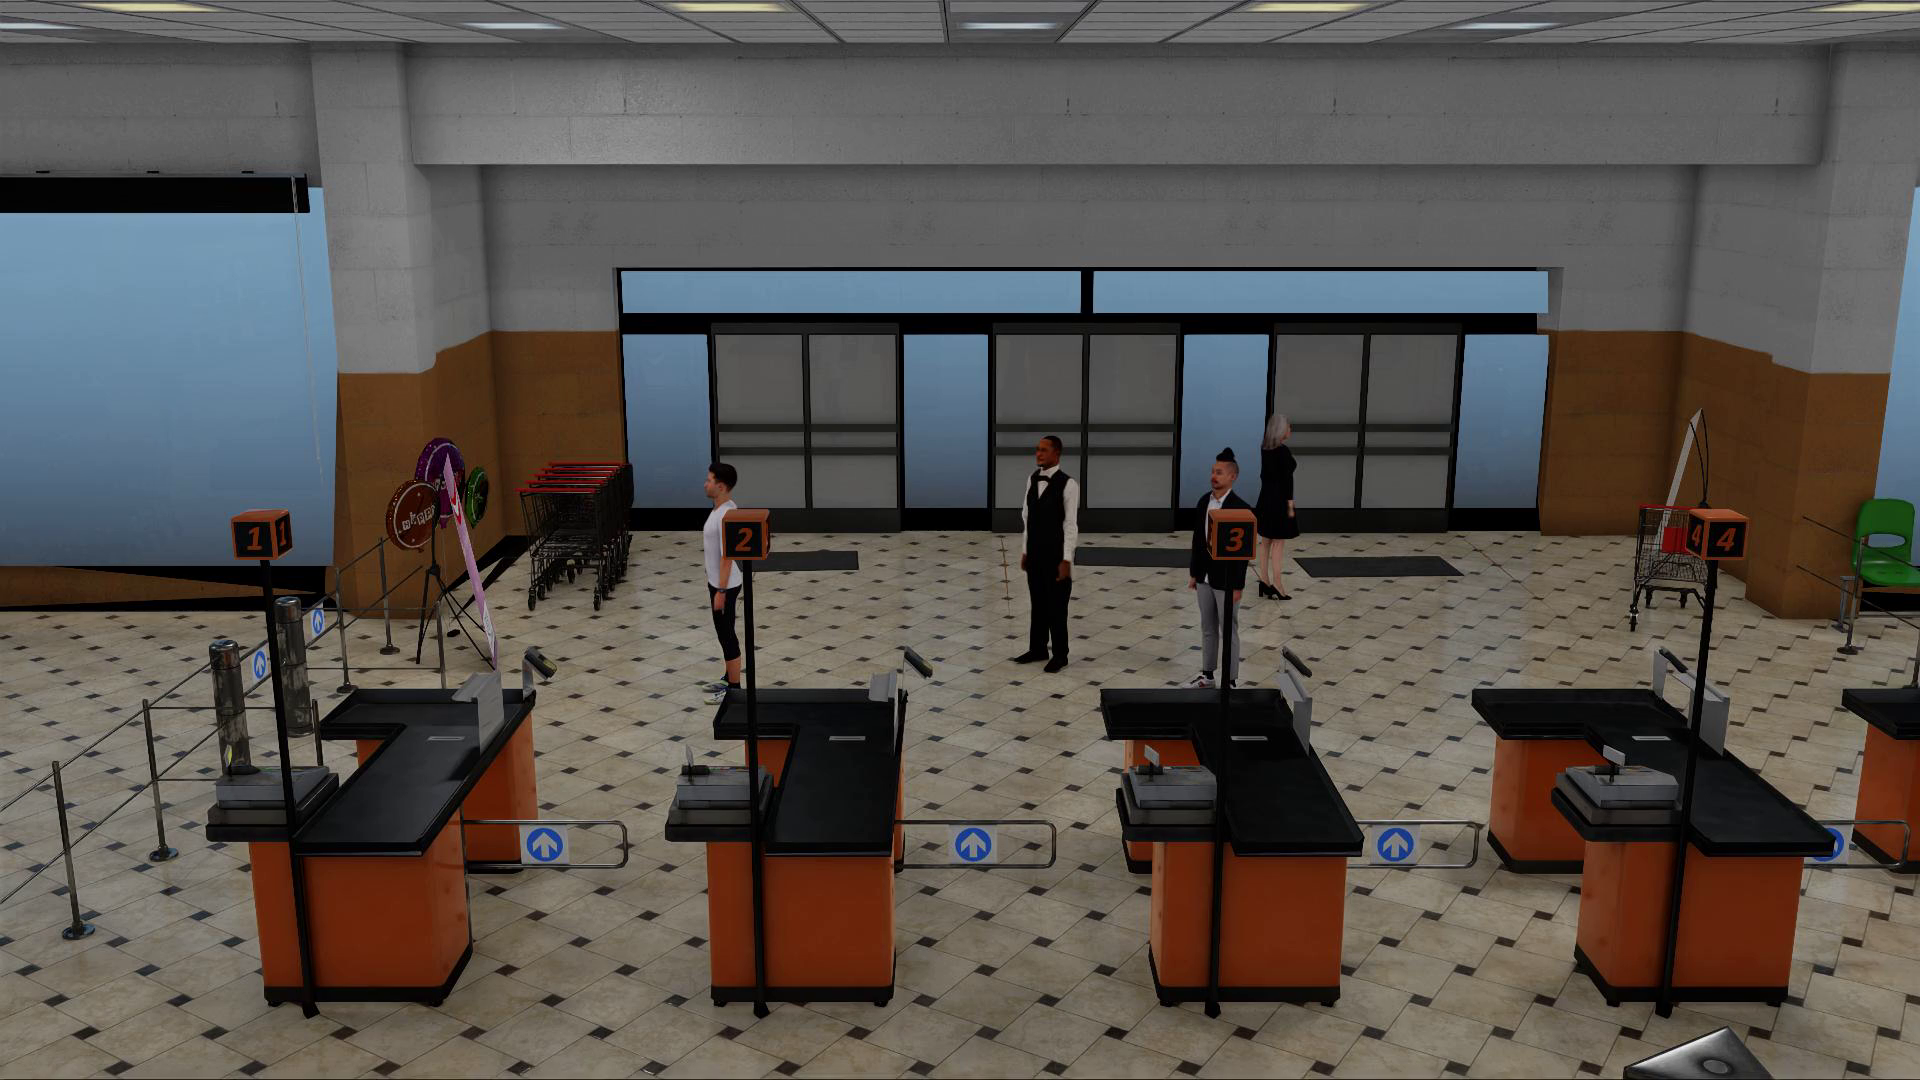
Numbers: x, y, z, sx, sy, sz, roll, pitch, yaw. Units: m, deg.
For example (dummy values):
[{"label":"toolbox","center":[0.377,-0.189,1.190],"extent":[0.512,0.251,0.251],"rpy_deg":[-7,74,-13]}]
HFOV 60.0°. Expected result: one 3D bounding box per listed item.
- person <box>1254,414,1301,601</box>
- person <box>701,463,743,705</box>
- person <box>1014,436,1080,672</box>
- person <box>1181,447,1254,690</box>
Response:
[{"label":"person","center":[2.956,-0.316,15.538],"extent":[0.744,1.747,0.634],"rpy_deg":[-6,15,-23]},{"label":"person","center":[-1.800,0.319,12.700],"extent":[0.768,1.851,0.564],"rpy_deg":[-2,14,-10]},{"label":"person","center":[0.728,0.092,13.491],"extent":[0.828,1.918,0.766],"rpy_deg":[-13,19,-43]},{"label":"person","center":[2.005,0.250,12.777],"extent":[0.858,1.948,0.758],"rpy_deg":[-10,17,-35]}]
